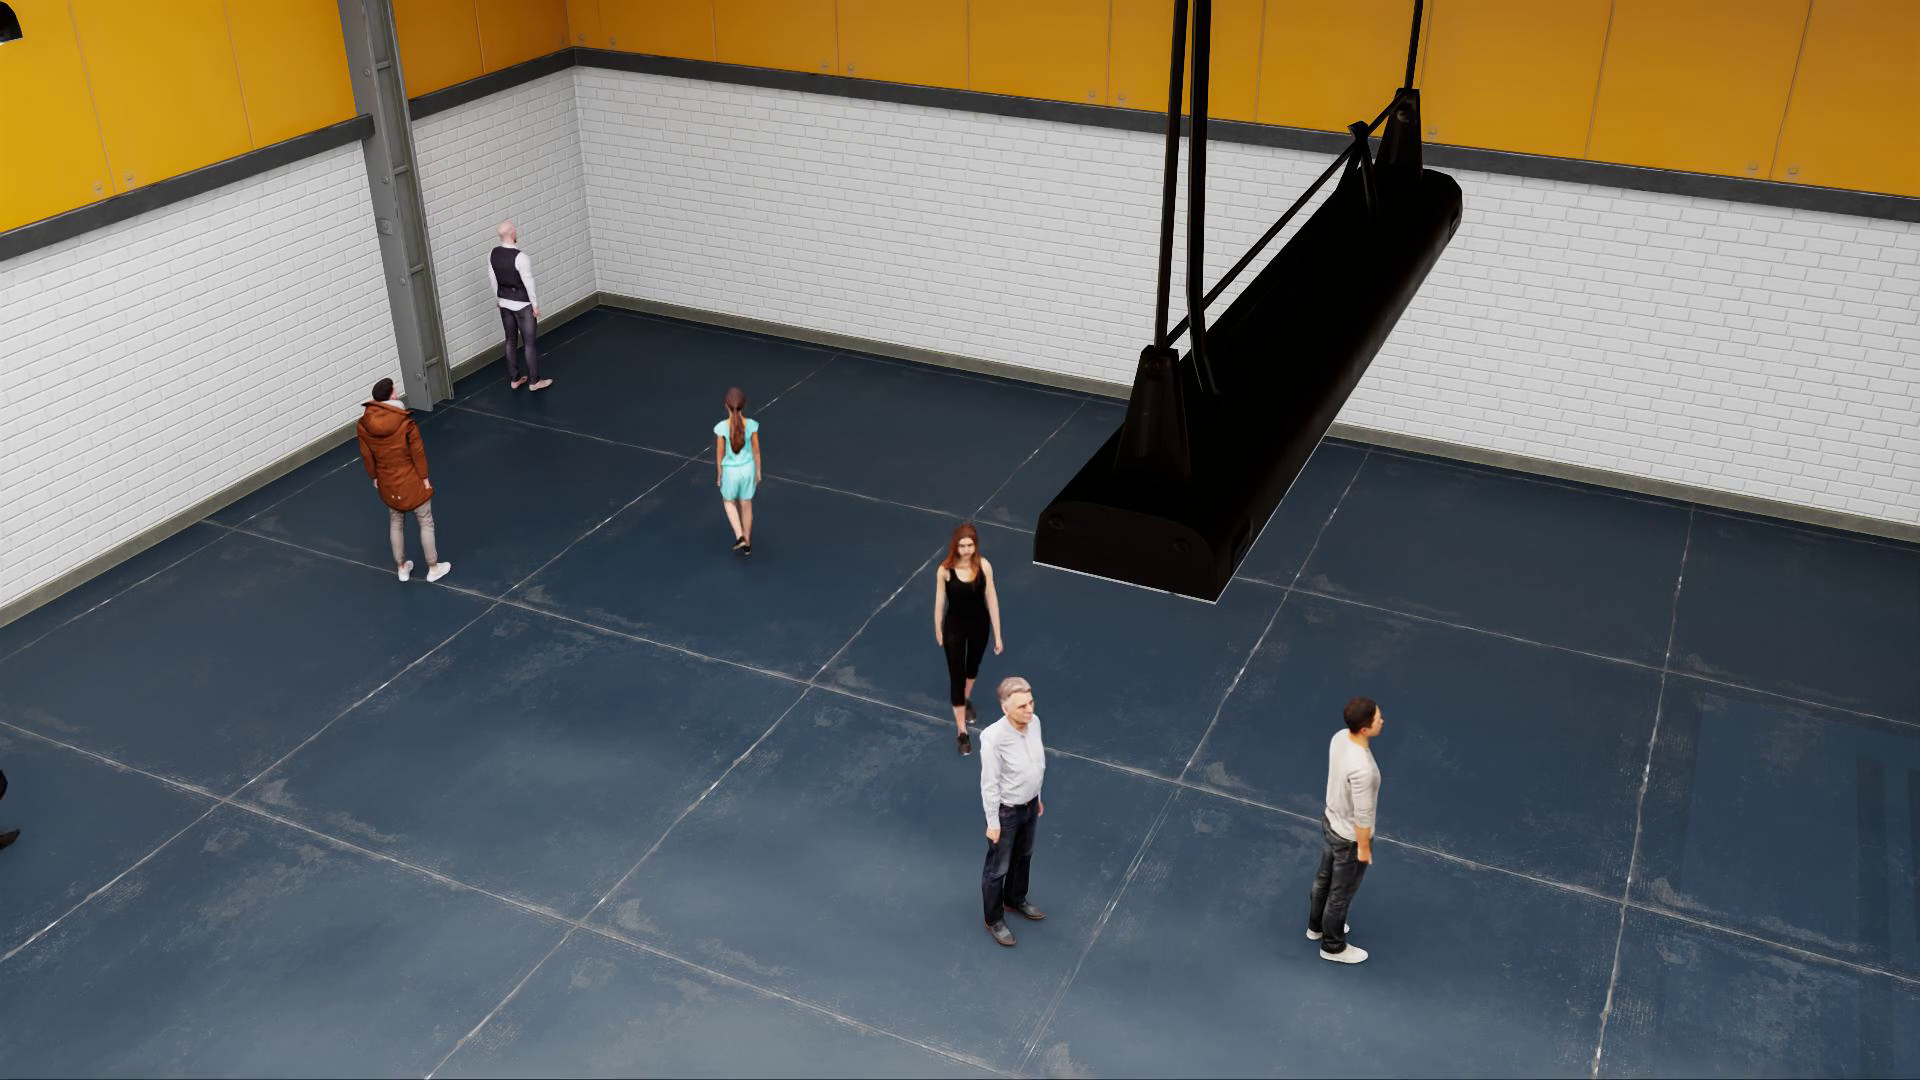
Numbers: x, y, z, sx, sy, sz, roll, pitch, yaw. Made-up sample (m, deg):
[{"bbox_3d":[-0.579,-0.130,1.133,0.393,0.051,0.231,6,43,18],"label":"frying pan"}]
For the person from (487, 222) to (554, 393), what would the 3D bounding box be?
[{"bbox_3d":[-4.664,-2.454,17.491,0.691,1.826,0.594,11,30,19],"label":"person"}]

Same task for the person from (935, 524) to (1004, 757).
[{"bbox_3d":[0.037,0.605,12.016,0.962,1.699,1.088,-6,29,-11],"label":"person"}]

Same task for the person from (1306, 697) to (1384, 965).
[{"bbox_3d":[2.289,1.706,9.881,0.799,1.811,0.682,-3,29,-6],"label":"person"}]

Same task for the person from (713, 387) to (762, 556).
[{"bbox_3d":[-1.894,-0.554,14.295,0.714,1.551,0.776,-8,30,-15],"label":"person"}]

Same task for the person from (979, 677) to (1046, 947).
[{"bbox_3d":[0.318,1.596,10.073,0.770,1.820,0.609,23,36,36],"label":"person"}]

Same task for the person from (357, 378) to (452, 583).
[{"bbox_3d":[-4.655,-0.493,13.883,0.798,1.839,0.813,3,29,6],"label":"person"}]
